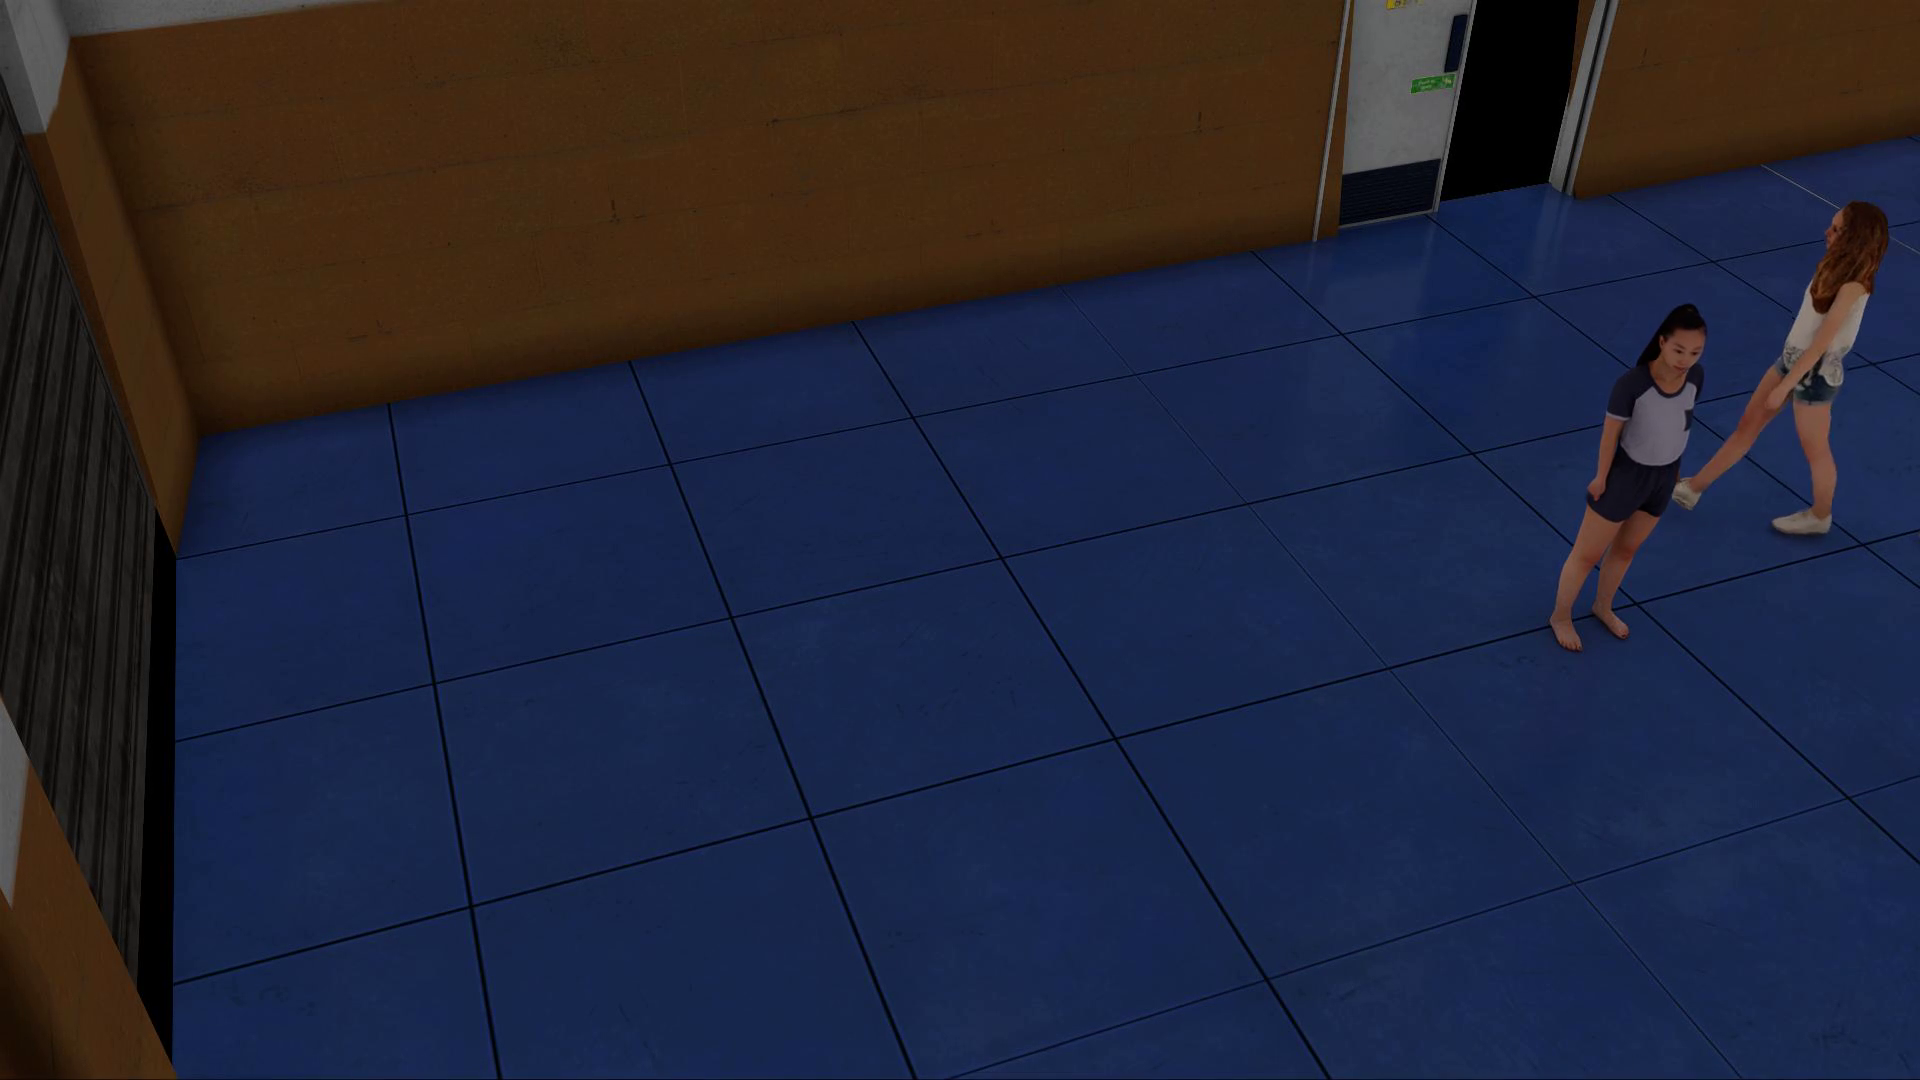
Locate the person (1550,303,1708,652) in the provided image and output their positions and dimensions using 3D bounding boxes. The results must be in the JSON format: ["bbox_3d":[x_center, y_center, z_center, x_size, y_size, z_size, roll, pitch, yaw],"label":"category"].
[{"bbox_3d":[2.872,-0.260,7.120,0.589,1.650,0.501,-11,38,-14],"label":"person"}]

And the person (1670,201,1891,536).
[{"bbox_3d":[4.017,-0.719,7.669,1.049,1.726,1.095,9,38,12],"label":"person"}]
